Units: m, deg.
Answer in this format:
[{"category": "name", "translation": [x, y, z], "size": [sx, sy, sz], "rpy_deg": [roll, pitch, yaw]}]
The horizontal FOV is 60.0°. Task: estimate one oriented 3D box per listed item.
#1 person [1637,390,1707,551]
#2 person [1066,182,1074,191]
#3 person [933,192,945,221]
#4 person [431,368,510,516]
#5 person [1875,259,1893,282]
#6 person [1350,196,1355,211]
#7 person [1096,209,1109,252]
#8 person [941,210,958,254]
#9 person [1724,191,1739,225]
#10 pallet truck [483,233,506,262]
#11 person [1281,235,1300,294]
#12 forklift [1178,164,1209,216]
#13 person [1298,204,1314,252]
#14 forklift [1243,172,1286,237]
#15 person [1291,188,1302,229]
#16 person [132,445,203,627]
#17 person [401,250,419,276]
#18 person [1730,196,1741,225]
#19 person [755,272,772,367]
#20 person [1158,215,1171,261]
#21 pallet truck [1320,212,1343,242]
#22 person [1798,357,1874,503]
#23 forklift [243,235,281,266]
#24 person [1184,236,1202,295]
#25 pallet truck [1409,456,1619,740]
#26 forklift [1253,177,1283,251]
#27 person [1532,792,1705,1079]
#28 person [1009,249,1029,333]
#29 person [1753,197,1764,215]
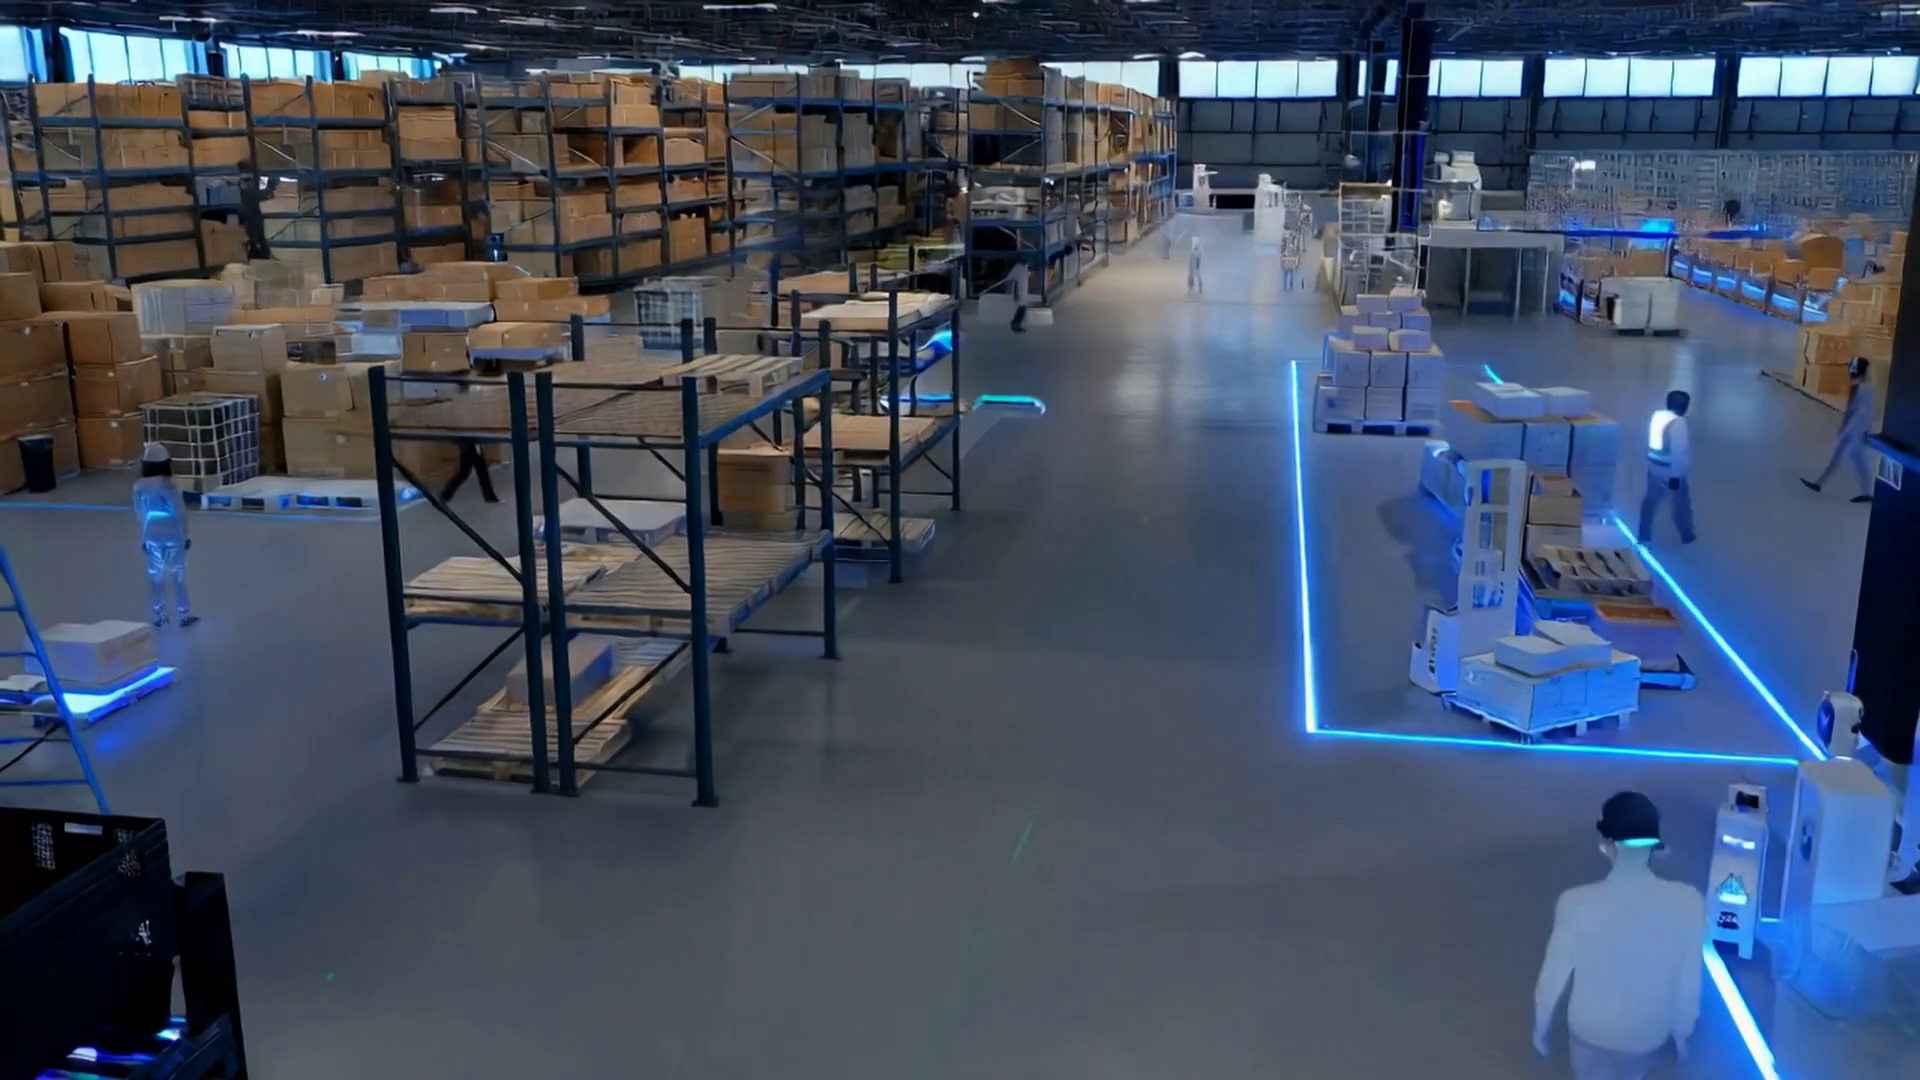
[{"category": "person", "translation": [7.996, -0.767, 18.506], "size": [0.839, 1.811, 0.662], "rpy_deg": [-2, 14, -8]}, {"category": "person", "translation": [6.005, -18.663, 91.082], "size": [0.759, 1.865, 0.809], "rpy_deg": [-4, 14, -17]}, {"category": "person", "translation": [-1.073, -17.493, 86.447], "size": [0.617, 1.796, 0.839], "rpy_deg": [1, 14, 6]}, {"category": "person", "translation": [-6.033, -1.194, 20.257], "size": [0.945, 1.810, 0.516], "rpy_deg": [-8, 16, -29]}, {"category": "person", "translation": [20.177, -5.181, 36.254], "size": [0.881, 1.897, 0.548], "rpy_deg": [2, 14, 6]}, {"category": "person", "translation": [20.669, -17.792, 87.803], "size": [0.480, 1.732, 0.349], "rpy_deg": [-8, 16, -31]}, {"category": "person", "translation": [4.959, -10.808, 59.155], "size": [0.847, 1.871, 0.676], "rpy_deg": [4, 14, 17]}, {"category": "person", "translation": [-0.351, -10.660, 58.556], "size": [0.683, 1.868, 0.669], "rpy_deg": [-5, 15, -18]}, {"category": "person", "translation": [34.184, -14.465, 73.754], "size": [0.611, 1.996, 0.379], "rpy_deg": [-4, 14, -15]}, {"category": "pallet truck", "translation": [-11.832, -7.026, 43.548], "size": [1.885, 1.965, 0.823], "rpy_deg": [8, 16, 28]}, {"category": "person", "translation": [9.541, -7.955, 47.965], "size": [0.533, 1.676, 0.669], "rpy_deg": [4, 14, 17]}, {"category": "forklift", "translation": [13.130, -19.368, 91.838], "size": [1.873, 2.768, 1.129], "rpy_deg": [9, 16, 32]}, {"category": "person", "translation": [13.444, -12.120, 64.589], "size": [0.619, 1.819, 0.412], "rpy_deg": [1, 14, 6]}, {"category": "forklift", "translation": [13.485, -14.797, 73.279], "size": [1.873, 2.768, 1.129], "rpy_deg": [3, 14, 10]}, {"category": "person", "translation": [16.111, -15.859, 79.541], "size": [0.608, 1.942, 0.410], "rpy_deg": [-9, 17, -33]}, {"category": "person", "translation": [-7.491, -0.032, 15.681], "size": [0.485, 1.741, 0.302], "rpy_deg": [1, 14, 3]}, {"category": "person", "translation": [-13.789, -6.430, 41.752], "size": [0.320, 1.693, 0.531], "rpy_deg": [9, 16, 32]}, {"category": "person", "translation": [34.718, -14.572, 74.614], "size": [0.582, 1.800, 0.961], "rpy_deg": [3, 14, 11]}, {"category": "person", "translation": [-3.889, -4.300, 32.665], "size": [0.722, 1.914, 0.550], "rpy_deg": [1, 14, 6]}, {"category": "person", "translation": [7.415, -10.911, 60.092], "size": [0.375, 1.621, 0.534], "rpy_deg": [-9, 17, -33]}, {"category": "pallet truck", "translation": [15.874, -13.227, 70.310], "size": [0.680, 1.201, 1.601], "rpy_deg": [10, 17, 35]}, {"category": "person", "translation": [11.209, -1.398, 21.058], "size": [1.003, 1.815, 0.540], "rpy_deg": [11, 17, 37]}, {"category": "forklift", "translation": [-21.206, -9.221, 50.642], "size": [1.129, 2.768, 1.873], "rpy_deg": [-8, 16, -29]}, {"category": "person", "translation": [6.679, -7.857, 47.575], "size": [0.617, 1.671, 0.545], "rpy_deg": [-4, 14, -16]}, {"category": "pallet truck", "translation": [4.504, 0.400, 13.395], "size": [0.823, 1.965, 1.885], "rpy_deg": [-6, 15, -23]}, {"category": "forklift", "translation": [12.083, -12.747, 64.956], "size": [1.129, 2.768, 1.873], "rpy_deg": [3, 14, 10]}, {"category": "person", "translation": [2.719, 1.977, 7.025], "size": [0.646, 1.975, 0.672], "rpy_deg": [-1, 14, -3]}, {"category": "person", "translation": [1.420, -5.733, 38.376], "size": [0.412, 1.952, 0.646], "rpy_deg": [8, 16, 29]}, {"category": "person", "translation": [33.538, -13.472, 69.917], "size": [0.409, 1.903, 0.639], "rpy_deg": [8, 16, 29]}]
